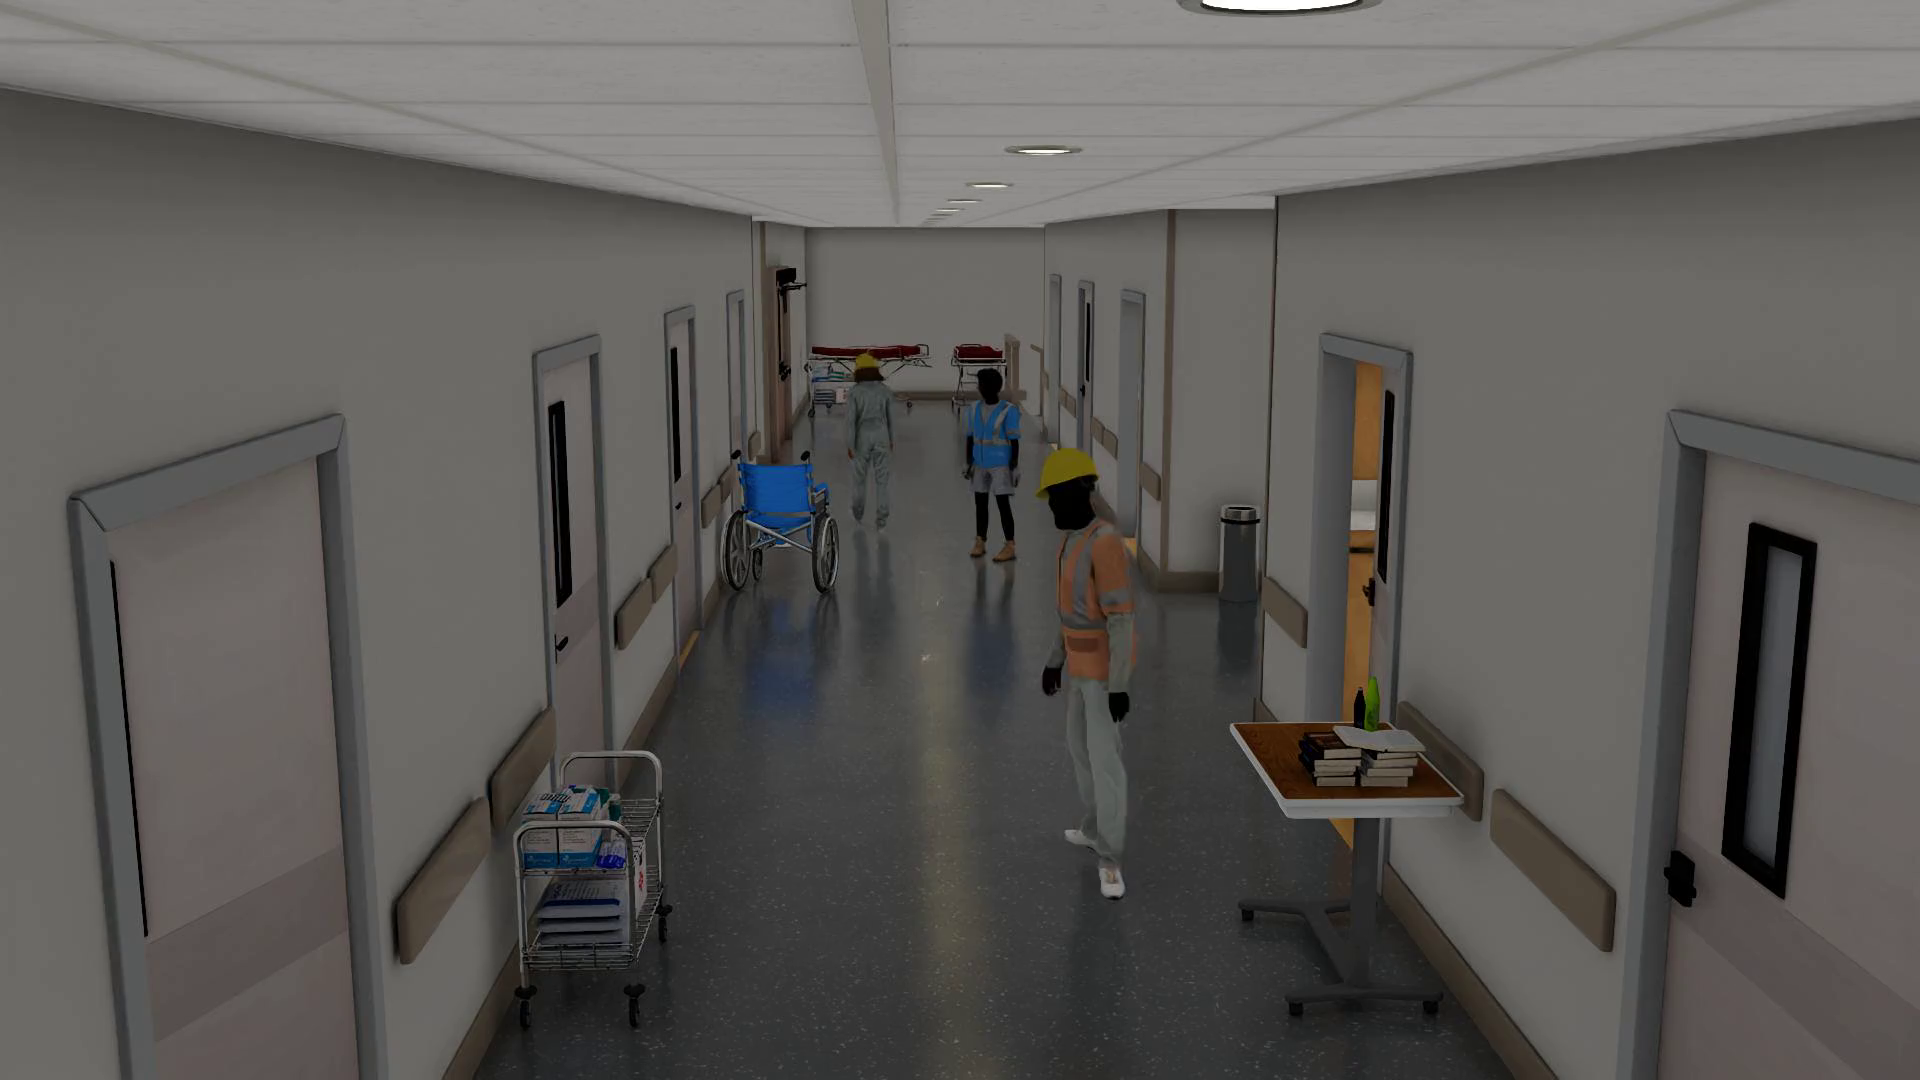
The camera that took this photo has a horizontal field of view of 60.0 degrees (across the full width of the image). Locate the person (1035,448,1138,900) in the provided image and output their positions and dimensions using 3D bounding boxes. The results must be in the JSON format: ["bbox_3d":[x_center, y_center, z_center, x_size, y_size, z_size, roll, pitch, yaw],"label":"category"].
[{"bbox_3d":[0.566,0.557,7.225,0.415,1.885,0.769,-2,10,-10],"label":"person"}]

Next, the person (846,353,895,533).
[{"bbox_3d":[-0.884,-0.949,16.099,0.516,1.694,0.872,-3,11,-15],"label":"person"}]

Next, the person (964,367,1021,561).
[{"bbox_3d":[0.295,-0.668,14.562,0.558,1.695,0.322,8,13,39],"label":"person"}]
